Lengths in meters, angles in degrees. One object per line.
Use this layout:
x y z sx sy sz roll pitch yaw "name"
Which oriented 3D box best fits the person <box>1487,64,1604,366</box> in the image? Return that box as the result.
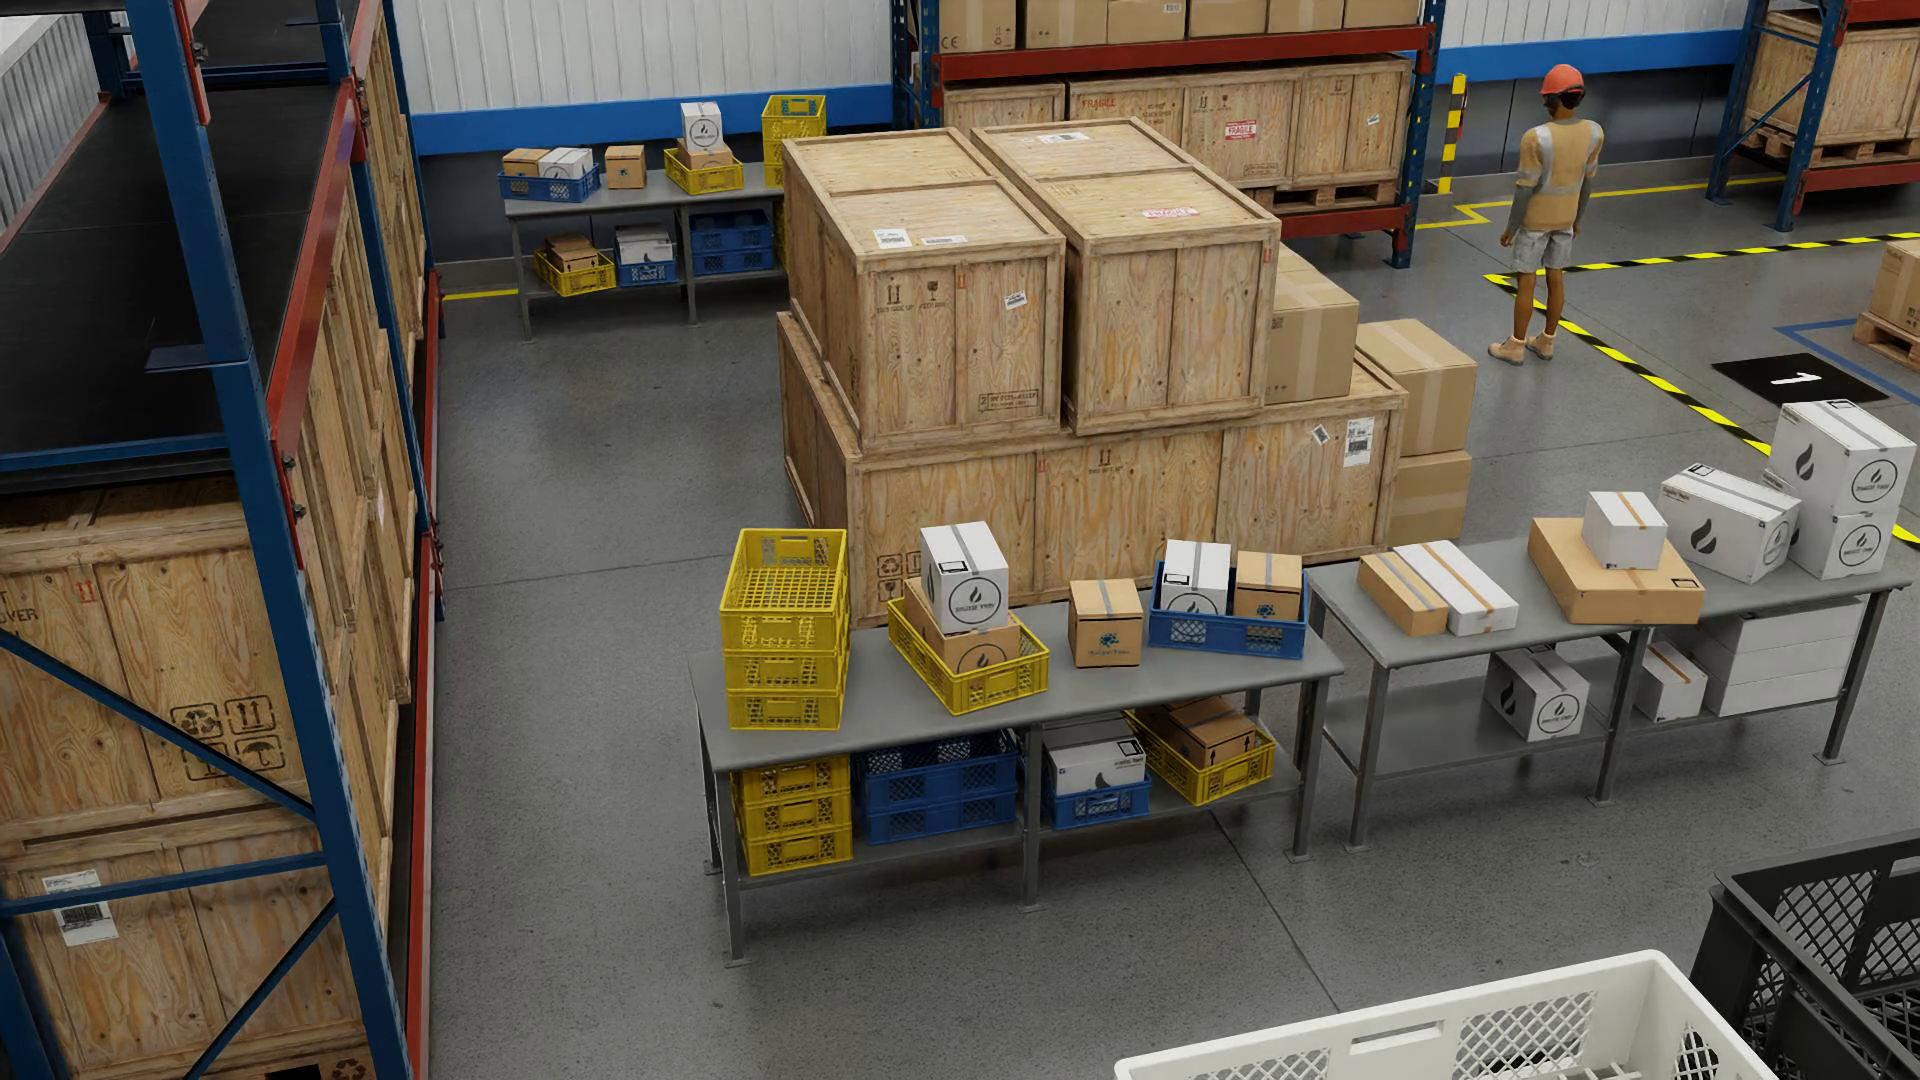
3.941 -2.174 11.232 0.604 2.038 0.383 -9 30 -16 "person"
